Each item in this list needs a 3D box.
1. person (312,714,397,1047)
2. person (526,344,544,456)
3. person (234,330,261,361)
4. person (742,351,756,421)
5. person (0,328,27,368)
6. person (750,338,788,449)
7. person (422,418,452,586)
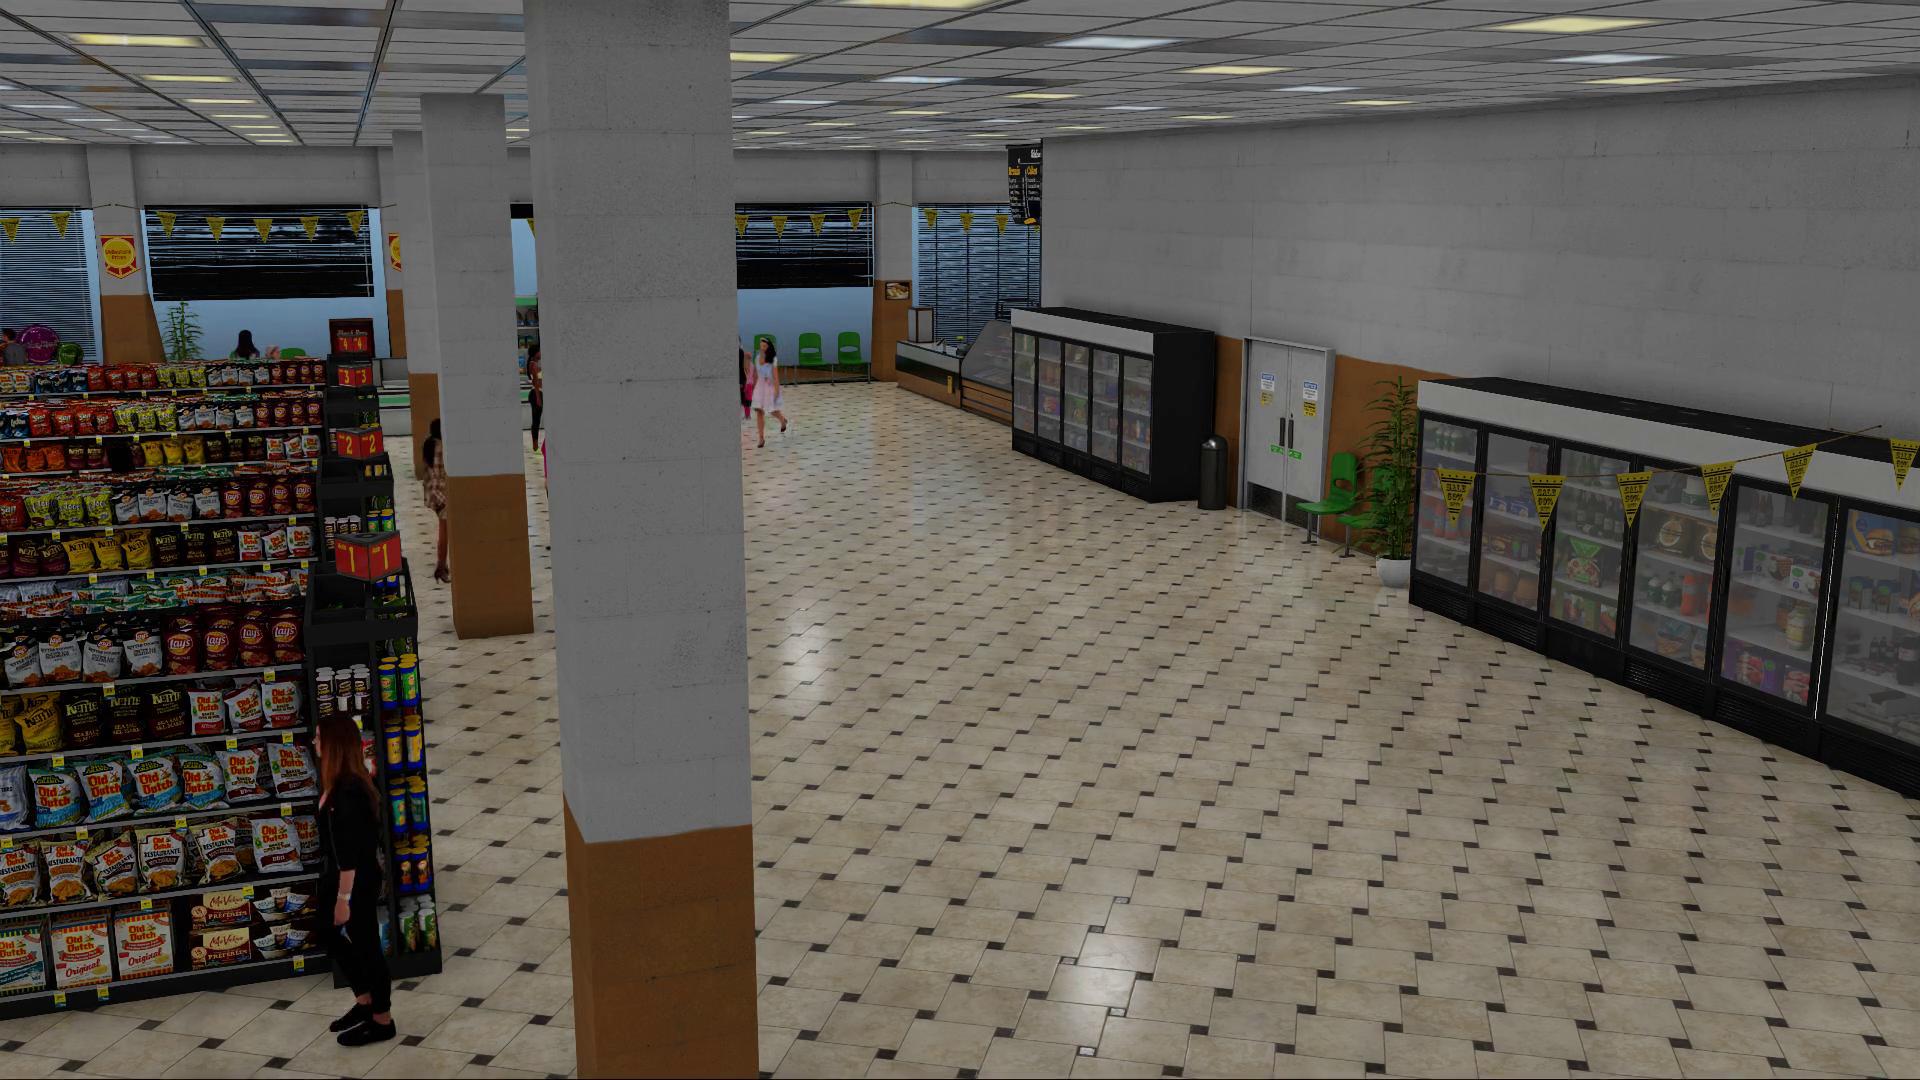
[{"bbox_3d":[-2.885,1.659,8.183,0.569,1.707,0.628,-5,13,-22],"label":"person"},{"bbox_3d":[-6.807,-2.261,26.684,0.542,1.754,0.585,-3,12,-12],"label":"person"},{"bbox_3d":[-12.811,-2.929,29.973,0.528,1.707,0.694,-1,12,-7],"label":"person"},{"bbox_3d":[-3.907,-2.833,30.631,0.844,1.248,0.744,0,12,1],"label":"person"},{"bbox_3d":[-16.121,-2.685,28.415,0.691,1.871,0.752,-1,12,-3],"label":"person"},{"bbox_3d":[-3.130,-2.416,27.349,1.131,1.784,1.136,5,13,21],"label":"person"},{"bbox_3d":[-5.584,-0.392,17.742,0.725,1.780,0.782,7,14,31],"label":"person"}]
